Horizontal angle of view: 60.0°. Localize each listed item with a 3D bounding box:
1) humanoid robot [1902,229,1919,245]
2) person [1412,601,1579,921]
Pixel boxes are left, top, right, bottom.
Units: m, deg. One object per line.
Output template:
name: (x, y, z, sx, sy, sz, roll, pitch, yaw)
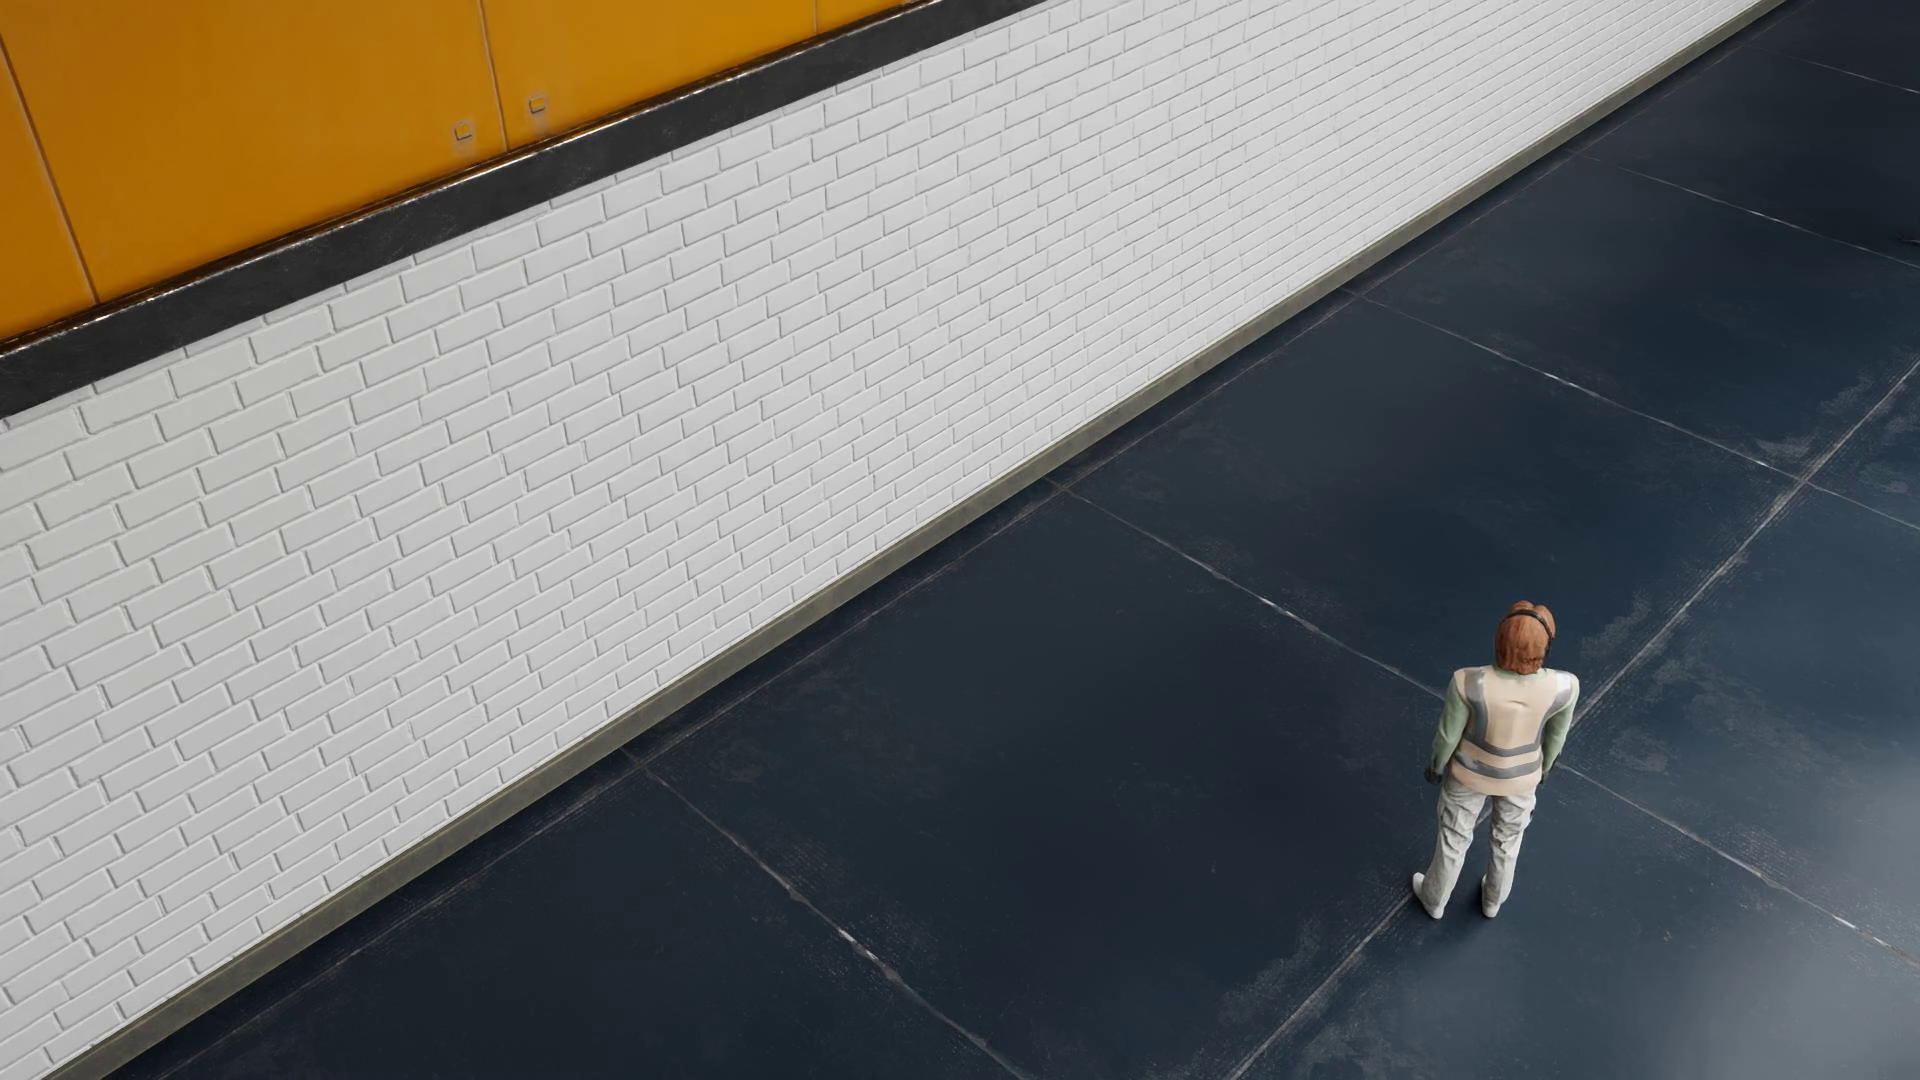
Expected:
humanoid robot: (6.918, -2.630, 11.098, 0.687, 1.635, 0.584, 17, 42, 20)
person: (2.126, 0.926, 6.665, 0.513, 1.636, 0.312, 2, 39, 3)
